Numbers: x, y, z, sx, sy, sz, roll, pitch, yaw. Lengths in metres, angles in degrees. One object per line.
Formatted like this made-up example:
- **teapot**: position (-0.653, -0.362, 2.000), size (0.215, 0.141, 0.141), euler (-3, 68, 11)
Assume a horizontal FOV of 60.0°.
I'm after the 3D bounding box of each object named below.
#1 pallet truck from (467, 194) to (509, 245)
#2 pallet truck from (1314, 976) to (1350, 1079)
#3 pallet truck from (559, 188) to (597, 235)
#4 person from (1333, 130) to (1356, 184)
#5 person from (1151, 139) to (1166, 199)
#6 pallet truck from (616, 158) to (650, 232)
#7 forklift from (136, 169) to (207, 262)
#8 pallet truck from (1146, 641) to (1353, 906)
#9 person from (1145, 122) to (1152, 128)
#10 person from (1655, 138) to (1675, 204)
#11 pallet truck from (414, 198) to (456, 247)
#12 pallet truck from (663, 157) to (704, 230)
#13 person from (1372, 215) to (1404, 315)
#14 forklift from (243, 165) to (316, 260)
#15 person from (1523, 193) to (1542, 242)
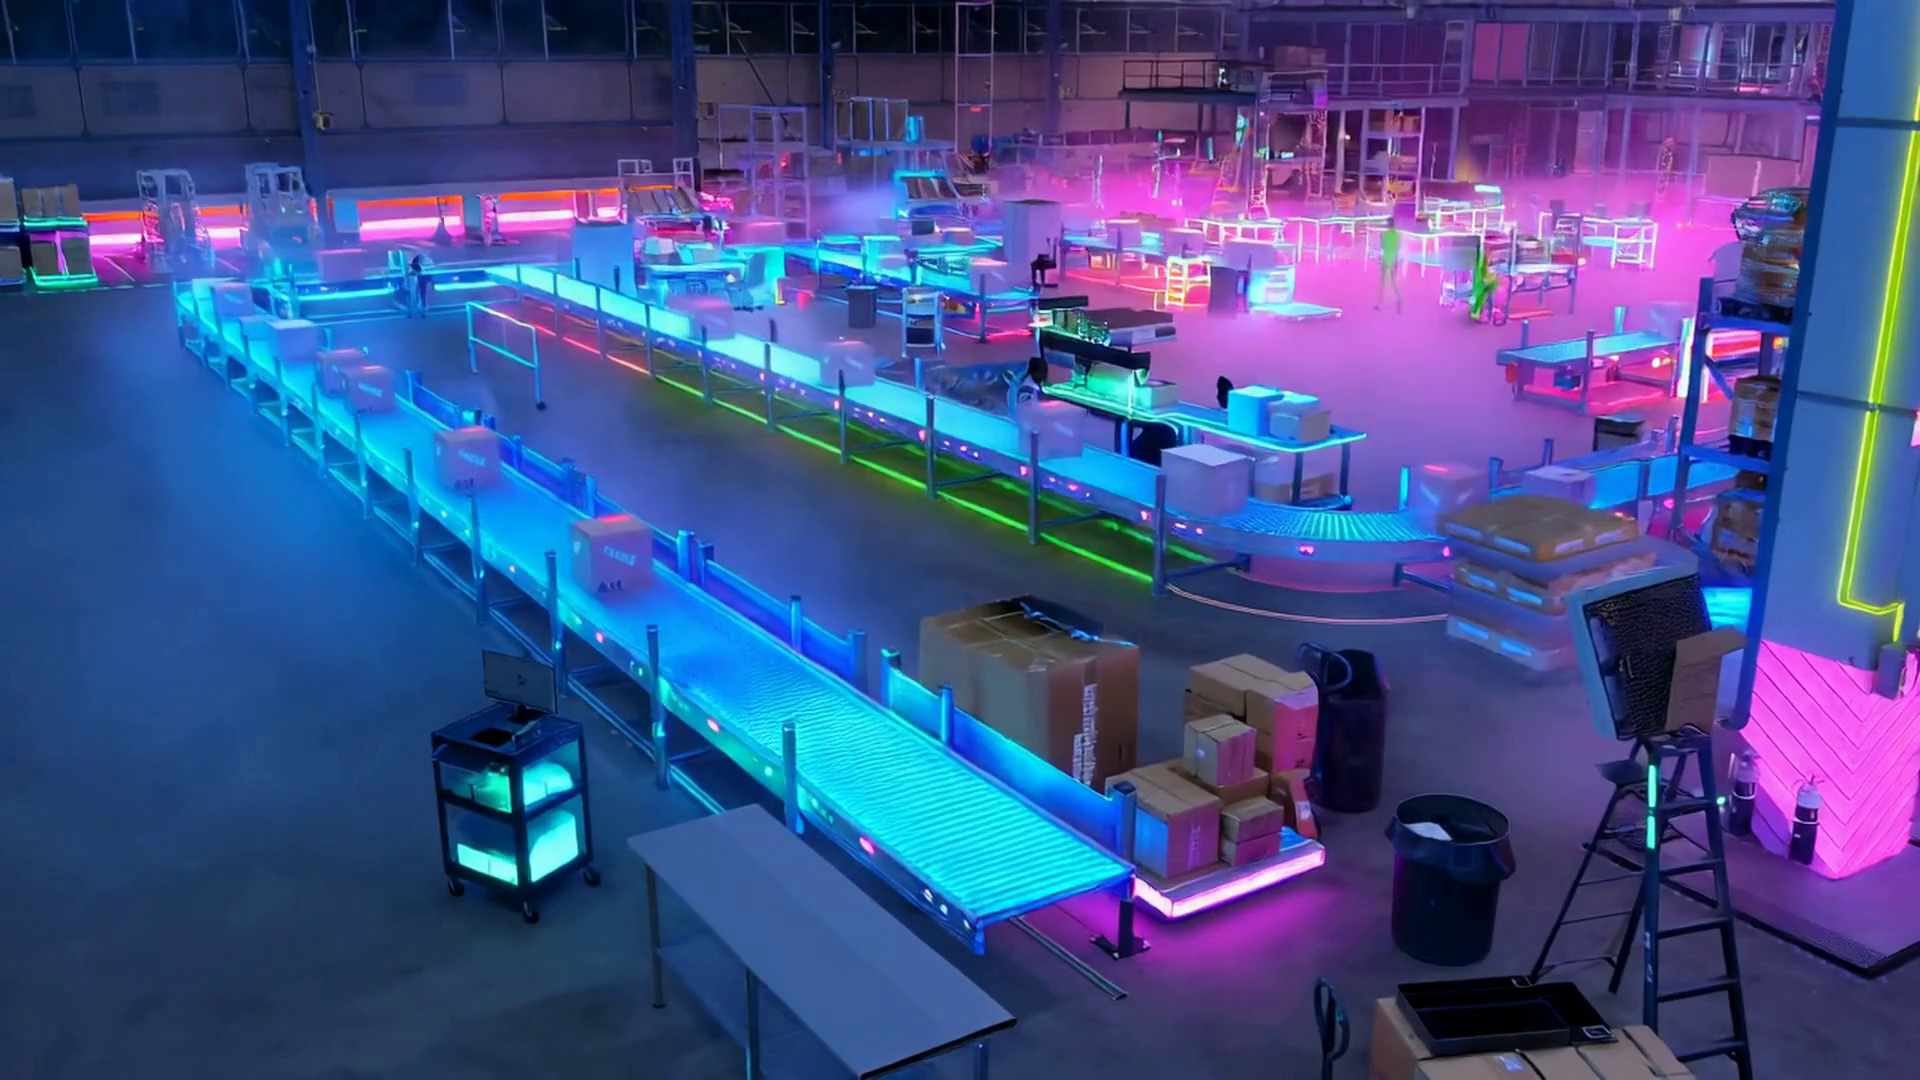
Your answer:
- **pallet truck**: position (-11.983, -8.177, 42.137), size (0.704, 1.261, 1.522), euler (-11, 20, -33)
- **pallet truck**: position (2.299, 2.390, 7.086), size (1.601, 1.201, 0.680), euler (-2, 17, -7)
- **pallet truck**: position (-10.010, -8.652, 43.699), size (0.653, 1.274, 1.630), euler (-10, 20, -31)
- **person**: position (13.828, -13.756, 59.687), size (0.993, 1.887, 0.559), euler (14, 22, 40)
- **person**: position (6.428, -12.031, 53.950), size (0.575, 1.883, 0.356), euler (-10, 19, -30)
- **pallet truck**: position (-8.918, -9.176, 44.255), size (0.823, 1.965, 1.885), euler (-9, 19, -27)
- **forklift**: position (-17.842, -7.318, 37.559), size (1.157, 1.987, 2.680), euler (-10, 20, -31)
- **pallet truck**: position (1.664, 1.407, 10.232), size (1.630, 1.274, 0.653), euler (-10, 20, -31)
- **person**: position (7.287, -15.550, 65.696), size (1.006, 1.872, 0.625), euler (12, 20, 34)
- **person**: position (22.204, -11.606, 52.272), size (0.609, 2.036, 0.402), euler (-10, 19, -30)
- **pallet truck**: position (-13.250, -8.060, 41.856), size (0.680, 1.201, 1.601), euler (-10, 20, -31)
- **pallet truck**: position (-7.586, -9.308, 44.692), size (0.823, 1.965, 1.885), euler (-11, 20, -33)
- **person**: position (8.075, -5.149, 31.138), size (0.528, 1.842, 0.876), euler (-5, 17, -16)
- **forklift**: position (-15.898, -7.669, 38.708), size (1.157, 1.987, 2.680), euler (-11, 20, -33)
- **person**: position (12.502, -6.764, 36.669), size (0.724, 1.740, 0.523), euler (3, 17, 10)
